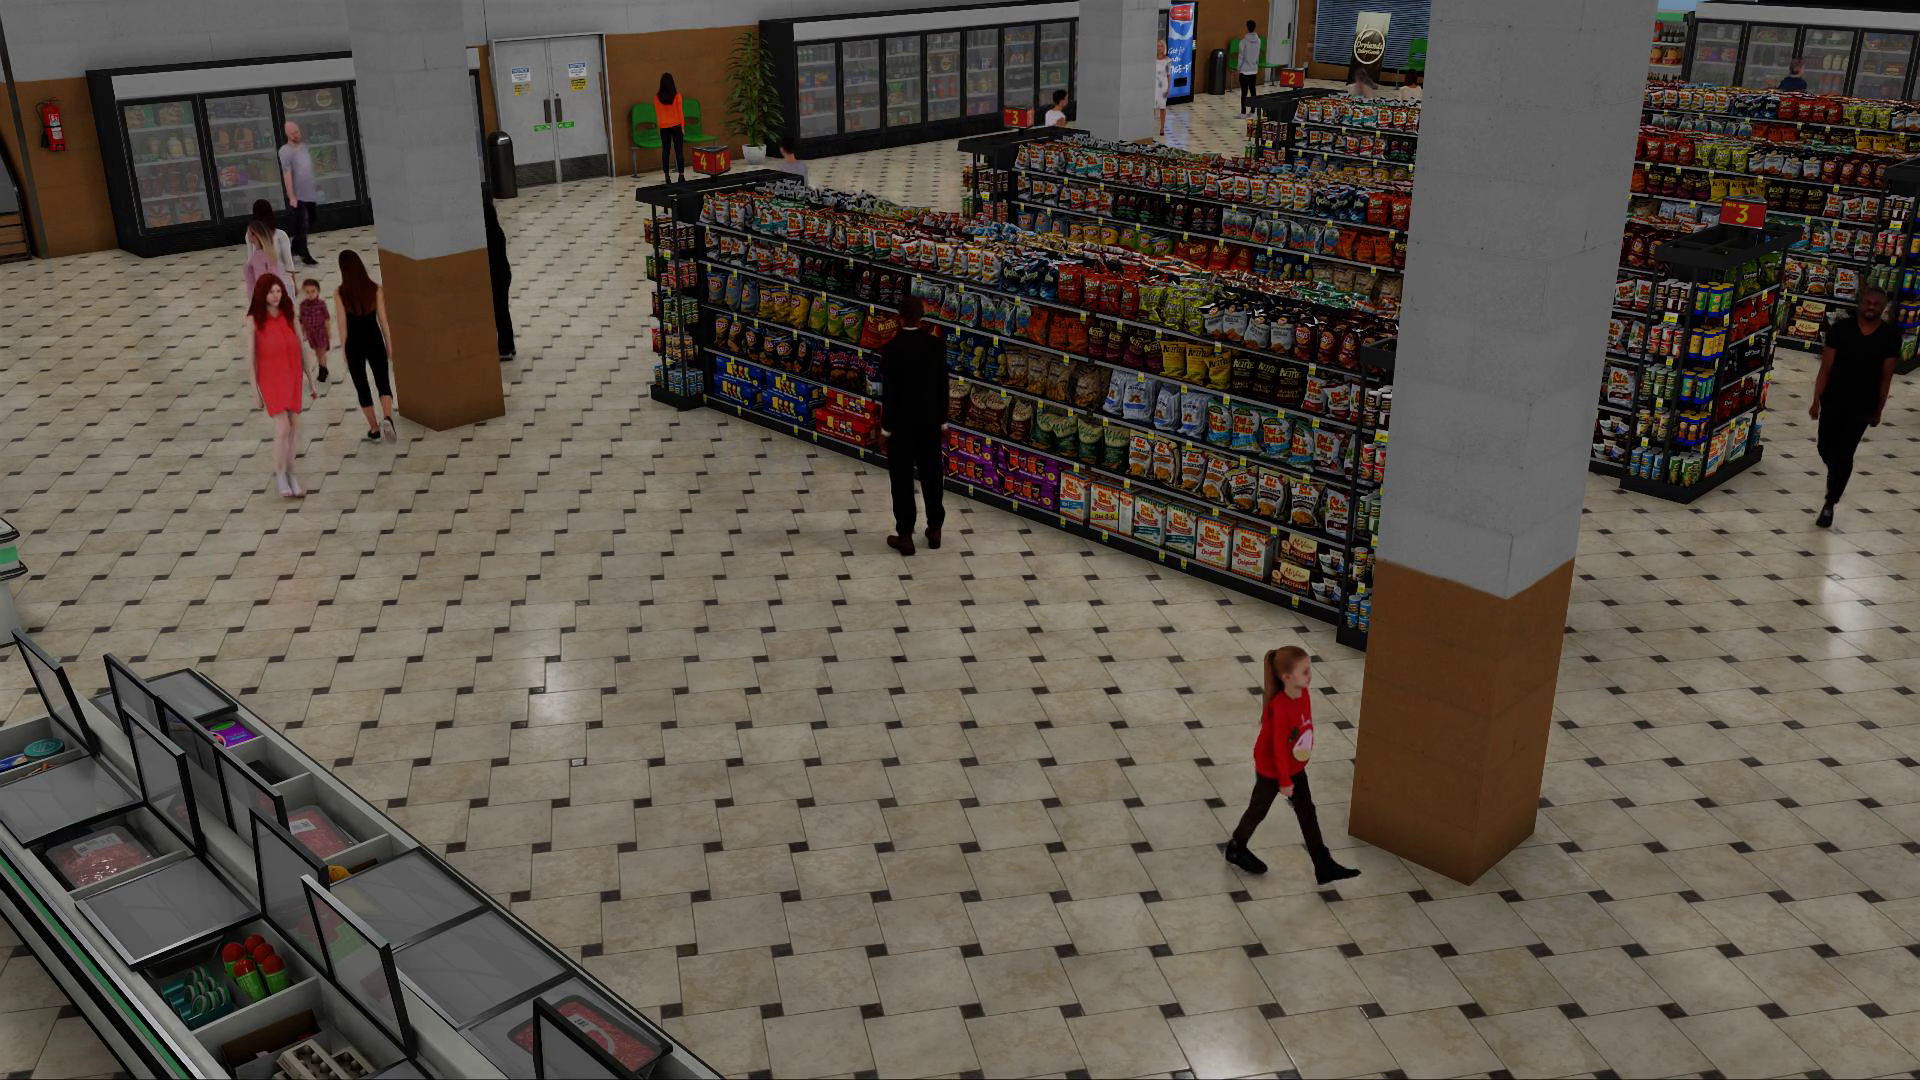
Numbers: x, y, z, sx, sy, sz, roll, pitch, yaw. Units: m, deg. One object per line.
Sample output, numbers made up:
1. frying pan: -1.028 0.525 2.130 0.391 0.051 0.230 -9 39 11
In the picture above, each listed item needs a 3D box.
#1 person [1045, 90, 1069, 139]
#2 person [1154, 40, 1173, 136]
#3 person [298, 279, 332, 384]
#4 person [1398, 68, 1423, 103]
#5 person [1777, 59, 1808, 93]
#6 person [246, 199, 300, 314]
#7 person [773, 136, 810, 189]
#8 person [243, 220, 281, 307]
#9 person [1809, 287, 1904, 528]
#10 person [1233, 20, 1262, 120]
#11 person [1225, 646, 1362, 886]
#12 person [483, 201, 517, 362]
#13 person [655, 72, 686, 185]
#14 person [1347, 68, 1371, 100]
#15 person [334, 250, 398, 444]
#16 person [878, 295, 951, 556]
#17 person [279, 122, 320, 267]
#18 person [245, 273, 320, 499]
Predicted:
1. person: 1.300 -5.573 24.015 0.812 1.770 0.787 -12 25 -27
2. person: 3.766 -8.562 31.477 0.617 1.751 0.710 4 22 10
3. person: -6.299 -2.056 16.294 0.674 1.001 0.770 -3 22 -7
4. person: 7.426 -6.957 27.575 0.694 1.683 0.694 -7 23 -16
5. person: 13.416 -6.832 27.087 1.157 1.814 1.263 -5 23 -13
6. person: -6.847 -2.558 16.625 0.669 1.684 0.736 1 22 2
7. person: -1.922 -3.771 19.458 0.727 1.823 1.024 -17 27 -35
8. person: -6.483 -2.169 15.653 0.748 1.688 0.671 -2 22 -5
9. person: 6.793 -1.047 12.719 1.132 1.792 0.862 14 26 31
10. person: 5.836 -9.496 33.562 0.736 1.931 0.687 -12 25 -28
11. person: 1.514 1.100 8.102 0.934 1.252 0.612 15 26 32
12. person: -4.731 -2.637 16.913 0.826 1.616 0.763 -1 22 -1
13. person: -4.599 -6.545 26.461 0.673 1.749 0.769 4 22 11
14. person: 6.711 -7.161 28.205 0.858 1.593 0.896 3 22 7
15. person: -5.081 -1.604 14.220 0.763 1.707 1.008 -10 24 -24
16. person: -0.330 -0.836 12.046 0.789 1.904 0.767 -8 23 -20
17. person: -8.304 -4.347 20.917 1.038 1.804 0.995 0 22 0
18. person: -5.389 -1.214 13.109 0.623 1.812 0.615 17 28 36
